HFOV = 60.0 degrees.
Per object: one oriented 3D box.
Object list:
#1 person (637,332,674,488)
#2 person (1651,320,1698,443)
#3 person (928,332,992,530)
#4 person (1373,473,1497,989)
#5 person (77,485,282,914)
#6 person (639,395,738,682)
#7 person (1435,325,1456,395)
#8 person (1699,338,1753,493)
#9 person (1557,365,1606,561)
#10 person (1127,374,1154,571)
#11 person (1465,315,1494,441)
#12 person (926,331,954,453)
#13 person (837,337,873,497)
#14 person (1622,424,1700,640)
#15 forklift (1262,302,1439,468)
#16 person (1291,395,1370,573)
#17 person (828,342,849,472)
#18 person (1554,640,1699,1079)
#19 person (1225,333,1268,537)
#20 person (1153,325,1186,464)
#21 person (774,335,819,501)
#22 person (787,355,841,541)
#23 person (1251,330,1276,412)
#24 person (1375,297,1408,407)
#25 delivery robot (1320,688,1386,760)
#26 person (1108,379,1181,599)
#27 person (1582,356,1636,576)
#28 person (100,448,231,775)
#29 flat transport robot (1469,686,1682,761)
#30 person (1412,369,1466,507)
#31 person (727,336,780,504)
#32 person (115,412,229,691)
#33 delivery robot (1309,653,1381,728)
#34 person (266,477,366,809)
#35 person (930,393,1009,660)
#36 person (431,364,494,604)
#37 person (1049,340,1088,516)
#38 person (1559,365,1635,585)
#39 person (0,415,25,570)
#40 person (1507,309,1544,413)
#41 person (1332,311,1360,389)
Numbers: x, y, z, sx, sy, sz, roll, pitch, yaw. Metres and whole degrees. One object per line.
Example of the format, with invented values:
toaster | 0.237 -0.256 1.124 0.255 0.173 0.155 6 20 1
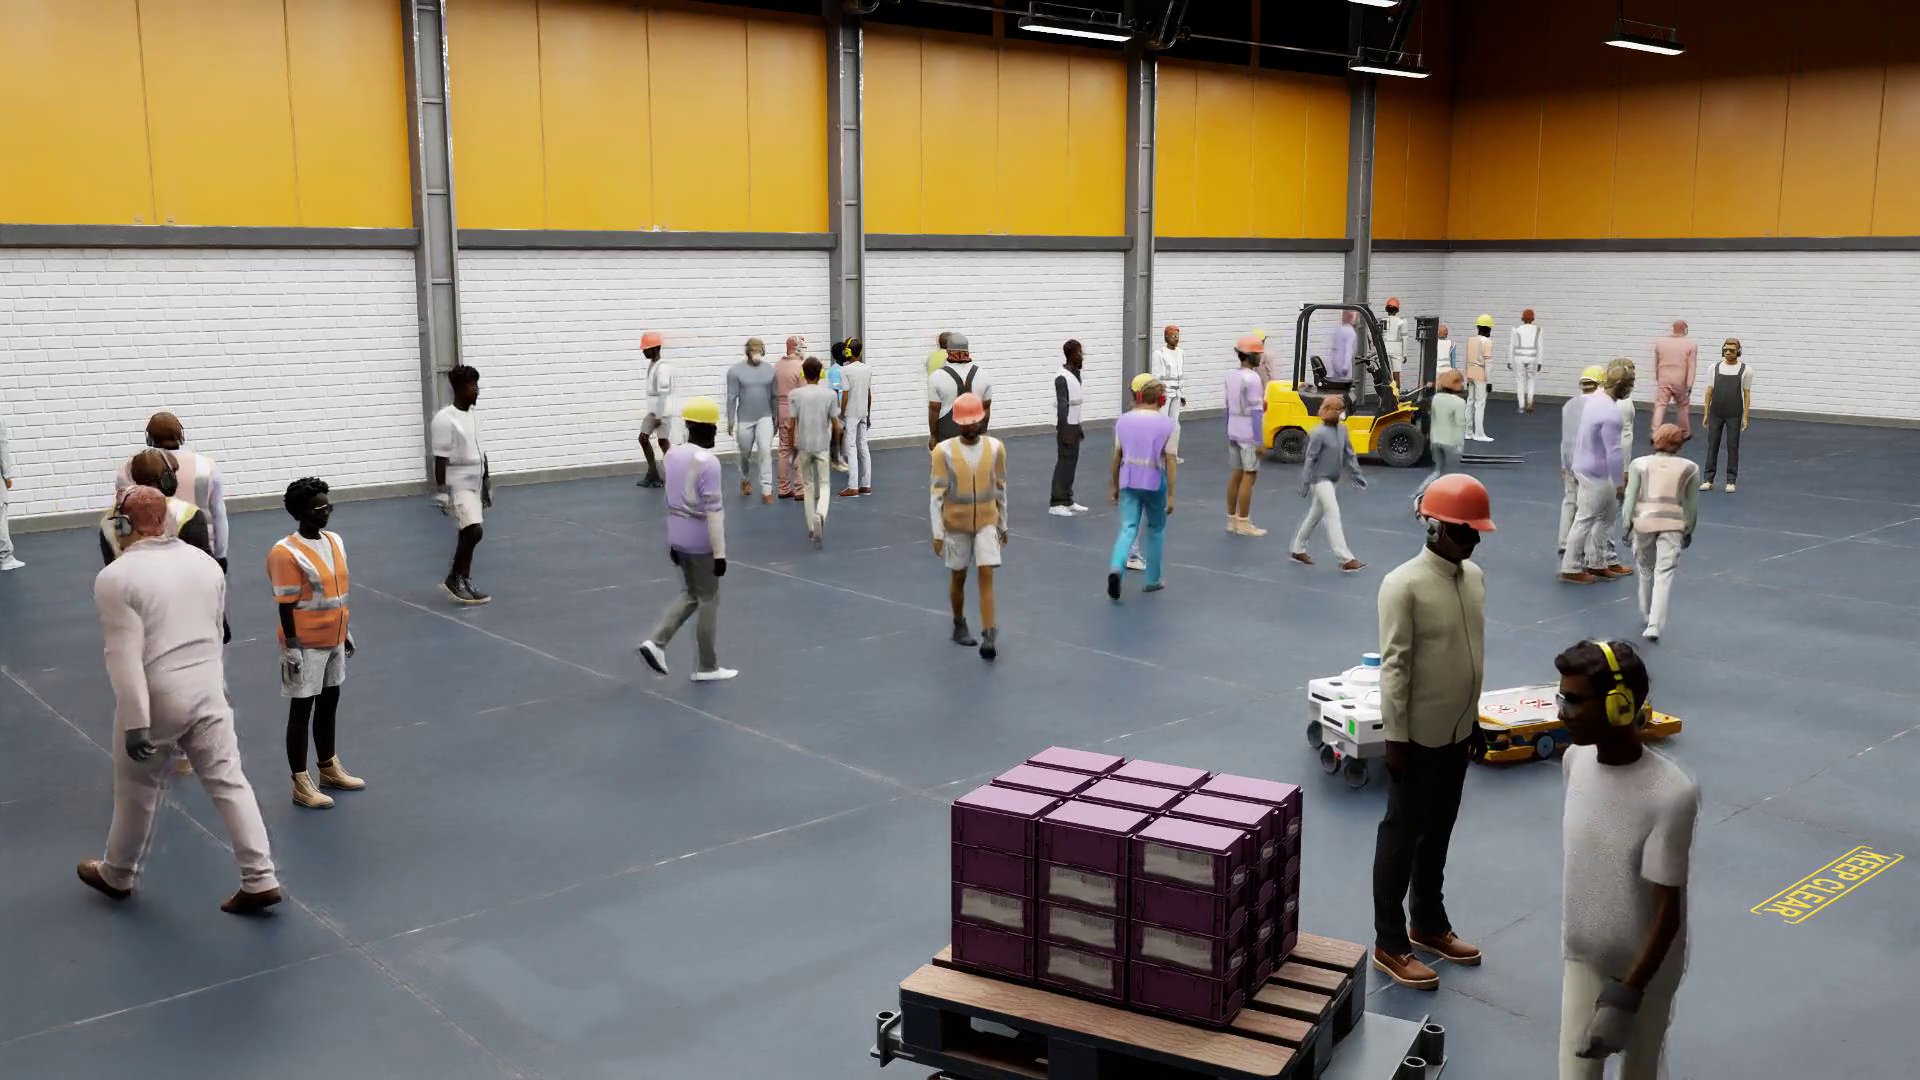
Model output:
person | -3.692 -1.552 20.051 0.635 1.904 0.569 -5 11 -28
person | 10.759 -2.375 25.041 0.646 1.855 1.012 8 13 40
person | -0.039 -1.127 17.185 0.683 2.000 0.538 -3 10 -19
person | 1.858 0.725 6.487 0.610 1.990 0.389 -9 13 -41
person | -3.387 0.694 7.119 1.066 1.848 0.675 4 11 25
person | -1.771 0.009 10.916 0.546 1.912 0.593 -8 12 -39
person | 8.235 -2.862 28.512 0.515 1.640 0.315 -1 10 -4
person | 9.148 -1.486 19.856 0.504 1.847 0.344 7 12 34
person | 5.791 -0.708 15.397 0.446 1.809 0.619 -3 10 -18
person | 1.636 -0.613 14.981 0.316 1.769 0.525 1 10 5
person | 7.926 -2.467 25.360 0.383 1.928 0.588 -3 10 -16
person | -0.198 -1.849 22.043 0.477 1.826 0.621 -9 13 -42
person | -1.241 -1.440 19.508 0.328 1.875 0.513 8 13 40
person | 5.191 -0.072 12.372 0.510 1.569 0.899 5 11 25
forklift | 5.320 -2.157 22.763 2.313 2.155 1.214 3 10 16
person | 3.323 -0.514 14.936 0.883 1.580 0.507 9 13 41
person | -1.566 -1.742 21.786 0.318 1.699 0.535 1 10 8
person | 1.819 1.152 4.553 0.903 1.809 0.468 -8 13 -40
person | 2.899 -1.047 16.741 0.389 2.033 0.612 -3 10 -18
person | 2.833 -1.954 22.485 0.584 1.882 0.339 -8 13 -40
person | -1.896 -1.410 19.242 0.401 1.904 0.649 -9 13 -43
person | -1.433 -0.885 16.322 0.530 1.853 0.672 0 10 -2
person | 4.481 -2.288 24.945 0.884 1.711 0.533 -2 10 -13
person | 8.018 -3.480 30.951 0.605 2.045 0.381 4 10 21
delivery robot | 2.306 0.973 8.956 0.707 0.478 0.477 -4 10 -20
person | 1.488 -0.415 13.694 0.624 1.810 0.829 5 11 28
person | 5.763 -0.657 14.743 0.372 1.935 0.627 -1 10 -5
person | -4.220 0.428 8.744 0.616 1.822 0.790 3 10 19
flat transport robot | 3.431 1.035 9.701 1.431 0.197 0.652 -4 11 -24
person | 5.152 -1.012 17.744 0.483 1.624 0.500 -4 10 -22
person | -2.384 -1.399 19.175 0.633 1.908 0.932 -3 10 -15
person | -4.976 0.105 10.561 0.626 1.843 0.429 -5 11 -27
delivery robot | 2.335 0.888 9.455 0.707 0.478 0.477 -5 11 -26
person | -3.316 0.517 8.568 0.319 1.696 0.532 2 10 13
person | 0.088 -0.104 11.704 0.605 1.868 0.980 -2 10 -10
person | -3.971 -0.434 13.377 0.424 1.951 0.644 2 10 12
person | 1.188 -1.227 18.192 0.403 1.903 0.634 4 10 20
person | 5.477 -0.534 14.132 0.690 1.893 0.654 1 10 8
person | -8.751 -0.593 14.923 0.487 1.744 0.312 0 10 -2
person | 10.205 -3.237 30.085 0.580 1.857 0.669 1 10 8
person | 6.655 -3.079 29.124 0.633 1.870 0.669 -2 10 -10
